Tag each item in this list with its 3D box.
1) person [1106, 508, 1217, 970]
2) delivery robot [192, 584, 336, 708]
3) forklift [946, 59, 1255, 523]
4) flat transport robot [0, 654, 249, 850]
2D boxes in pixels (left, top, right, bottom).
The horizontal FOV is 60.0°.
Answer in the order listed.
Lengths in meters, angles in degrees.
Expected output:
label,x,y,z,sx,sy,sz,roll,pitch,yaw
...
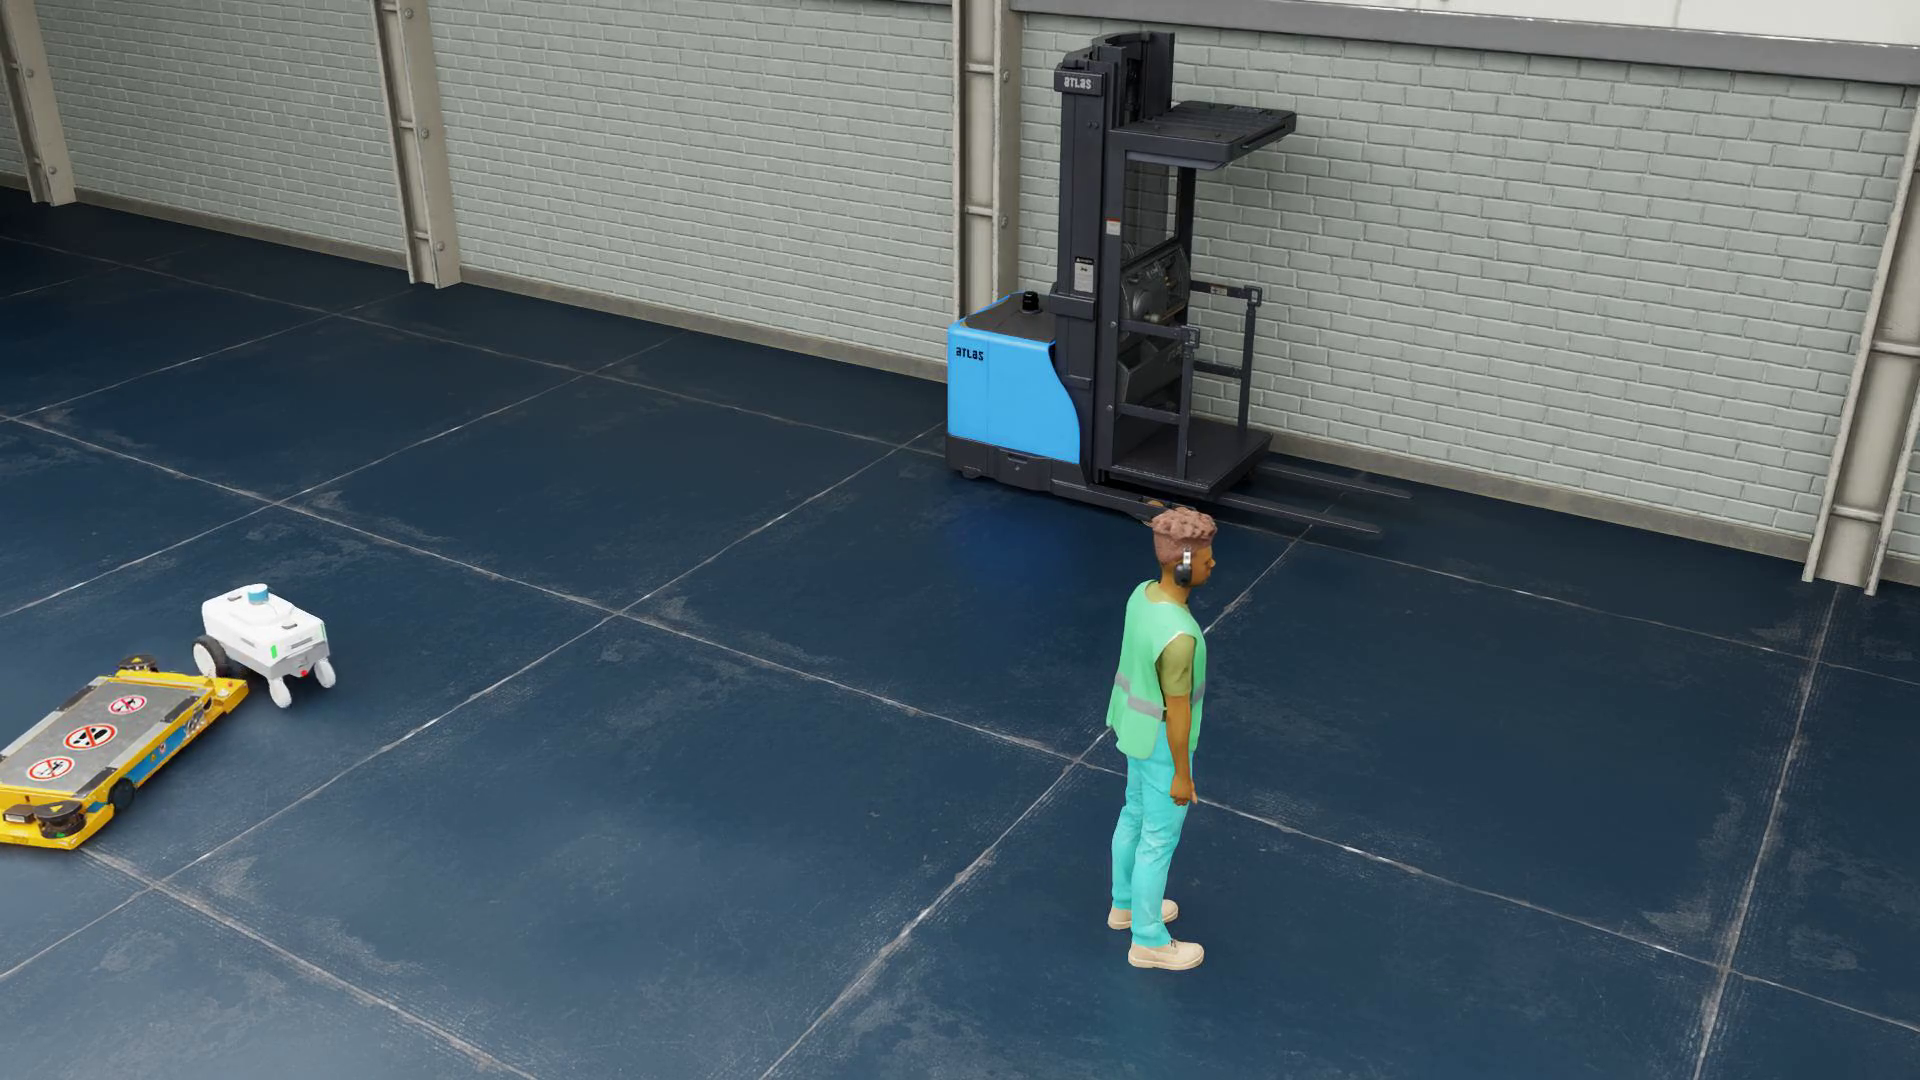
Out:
label,x,y,z,sx,sy,sz,roll,pitch,yaw
person,0.781,0.792,6.586,0.383,1.977,0.488,-5,26,-11
delivery robot,-3.697,0.523,8.841,0.811,0.614,0.499,18,31,33
forklift,0.933,-1.707,10.833,1.873,2.768,1.129,15,29,28
flat transport robot,-4.181,1.008,8.125,0.659,0.231,1.431,4,26,9
